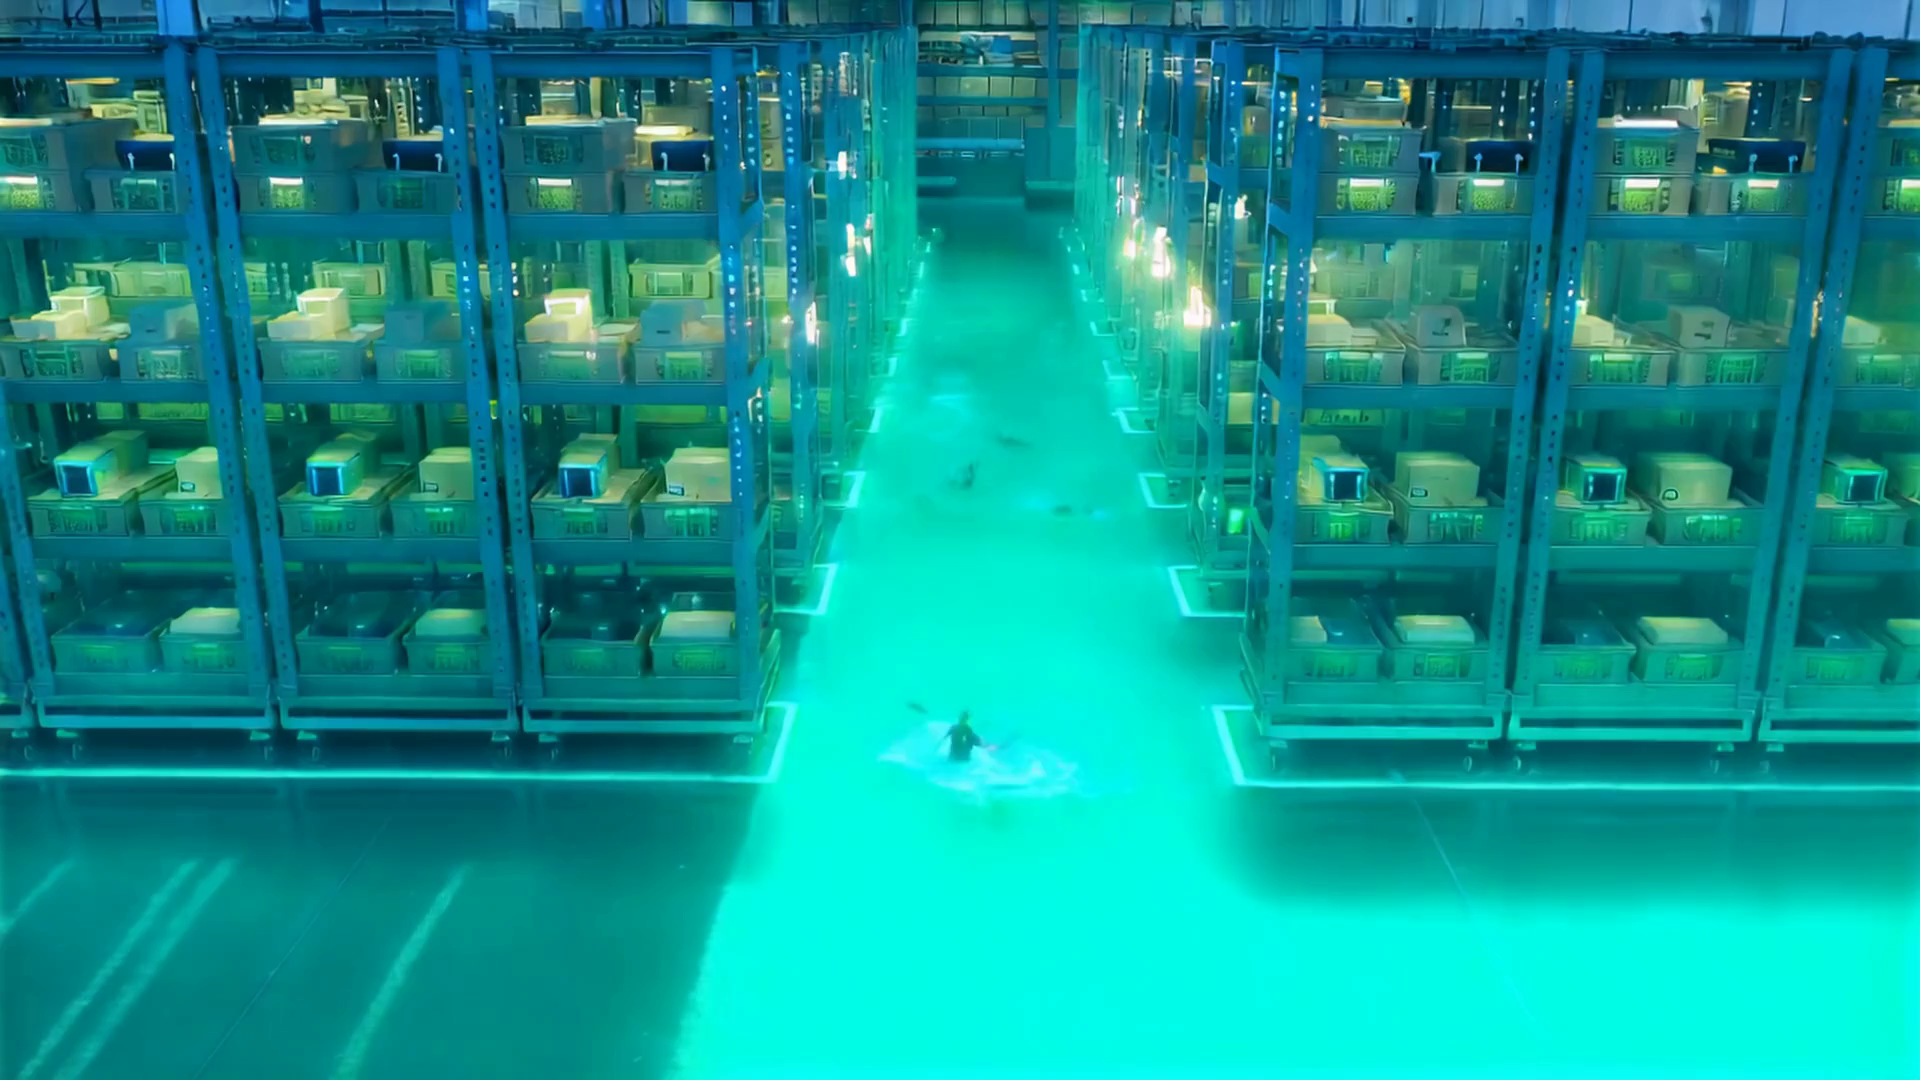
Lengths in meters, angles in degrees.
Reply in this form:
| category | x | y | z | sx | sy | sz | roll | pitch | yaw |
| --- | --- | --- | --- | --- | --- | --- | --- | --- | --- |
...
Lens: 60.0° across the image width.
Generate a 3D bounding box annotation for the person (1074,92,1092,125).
| category | x | y | z | sx | sy | sz | roll | pitch | yaw |
| --- | --- | --- | --- | --- | --- | --- | --- | --- | --- |
| person | 3.164 | -10.601 | 42.956 | 0.389 | 1.946 | 0.614 | -13 | 22 | -36 |
